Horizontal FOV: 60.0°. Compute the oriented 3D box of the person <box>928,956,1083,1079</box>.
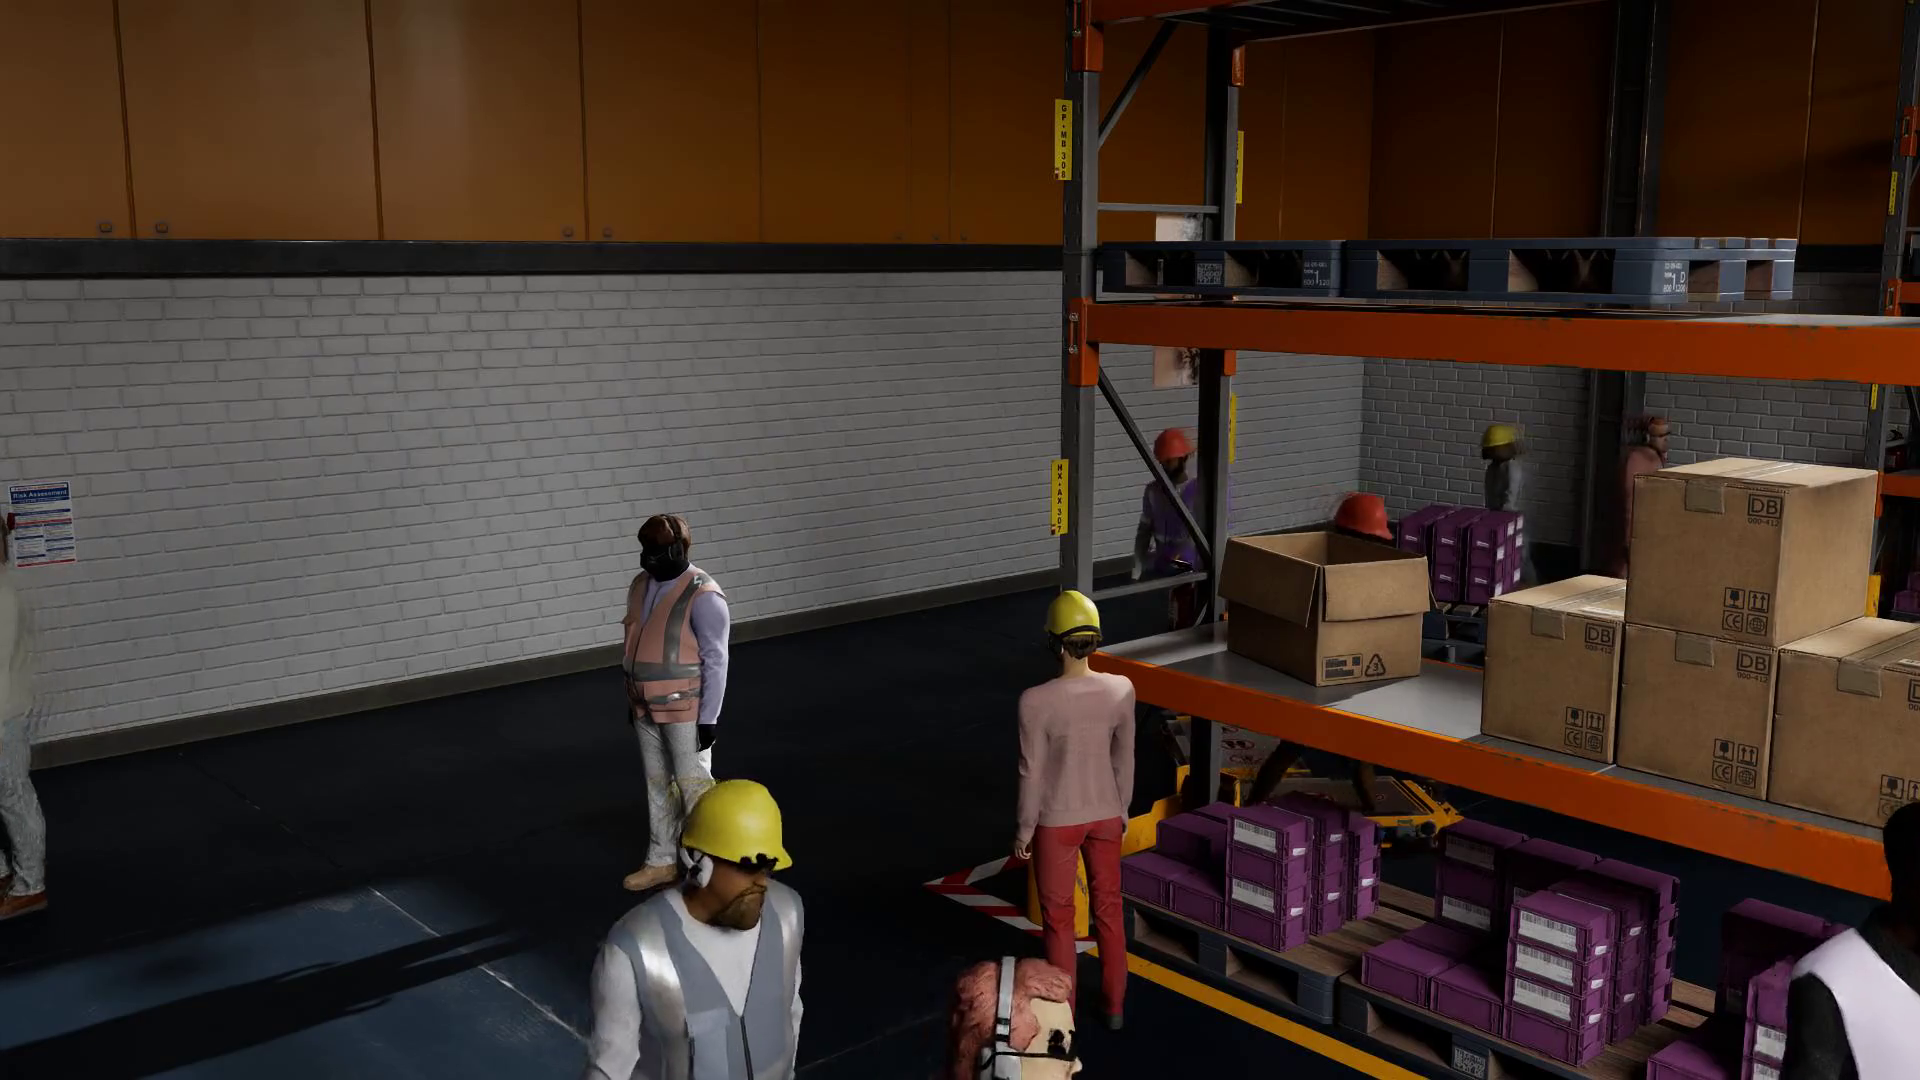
[{"bbox_3d":[-0.029,1.621,2.916,0.945,1.866,0.642,4,11,23],"label":"person"}]

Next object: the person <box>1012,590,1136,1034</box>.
[{"bbox_3d":[0.432,1.070,6.418,0.528,1.767,0.329,-5,11,-27],"label":"person"}]

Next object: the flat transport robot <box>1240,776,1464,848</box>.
[{"bbox_3d":[1.915,1.431,8.675,1.431,0.197,0.652,-1,10,-4],"label":"flat transport robot"}]

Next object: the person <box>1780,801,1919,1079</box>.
[{"bbox_3d":[2.049,1.480,3.637,0.594,1.905,0.459,-5,11,-29],"label":"person"}]

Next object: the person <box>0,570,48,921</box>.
[{"bbox_3d":[-4.455,0.808,7.489,0.660,1.921,0.544,9,13,42],"label":"person"}]

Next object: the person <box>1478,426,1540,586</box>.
[{"bbox_3d":[4.345,-0.085,13.418,0.959,1.668,0.475,-2,10,-13],"label":"person"}]

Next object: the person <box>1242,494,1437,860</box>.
[{"bbox_3d":[1.863,0.693,8.335,1.027,1.883,0.561,3,10,16],"label":"person"}]

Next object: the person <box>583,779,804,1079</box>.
[{"bbox_3d":[-0.704,1.435,4.227,0.616,1.800,0.721,-7,12,-37],"label":"person"}]

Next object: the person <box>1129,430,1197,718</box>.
[{"bbox_3d":[1.377,0.217,11.041,0.955,1.884,0.566,-9,13,-41],"label":"person"}]

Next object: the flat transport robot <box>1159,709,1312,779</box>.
[{"bbox_3d":[1.583,1.258,9.688,0.652,0.197,1.431,0,10,-1],"label":"flat transport robot"}]

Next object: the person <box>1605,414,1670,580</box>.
[{"bbox_3d":[5.230,-0.045,12.731,1.011,1.854,0.648,8,13,40],"label":"person"}]

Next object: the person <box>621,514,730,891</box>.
[{"bbox_3d":[-1.366,0.791,7.830,0.633,1.842,0.429,8,13,41],"label":"person"}]
